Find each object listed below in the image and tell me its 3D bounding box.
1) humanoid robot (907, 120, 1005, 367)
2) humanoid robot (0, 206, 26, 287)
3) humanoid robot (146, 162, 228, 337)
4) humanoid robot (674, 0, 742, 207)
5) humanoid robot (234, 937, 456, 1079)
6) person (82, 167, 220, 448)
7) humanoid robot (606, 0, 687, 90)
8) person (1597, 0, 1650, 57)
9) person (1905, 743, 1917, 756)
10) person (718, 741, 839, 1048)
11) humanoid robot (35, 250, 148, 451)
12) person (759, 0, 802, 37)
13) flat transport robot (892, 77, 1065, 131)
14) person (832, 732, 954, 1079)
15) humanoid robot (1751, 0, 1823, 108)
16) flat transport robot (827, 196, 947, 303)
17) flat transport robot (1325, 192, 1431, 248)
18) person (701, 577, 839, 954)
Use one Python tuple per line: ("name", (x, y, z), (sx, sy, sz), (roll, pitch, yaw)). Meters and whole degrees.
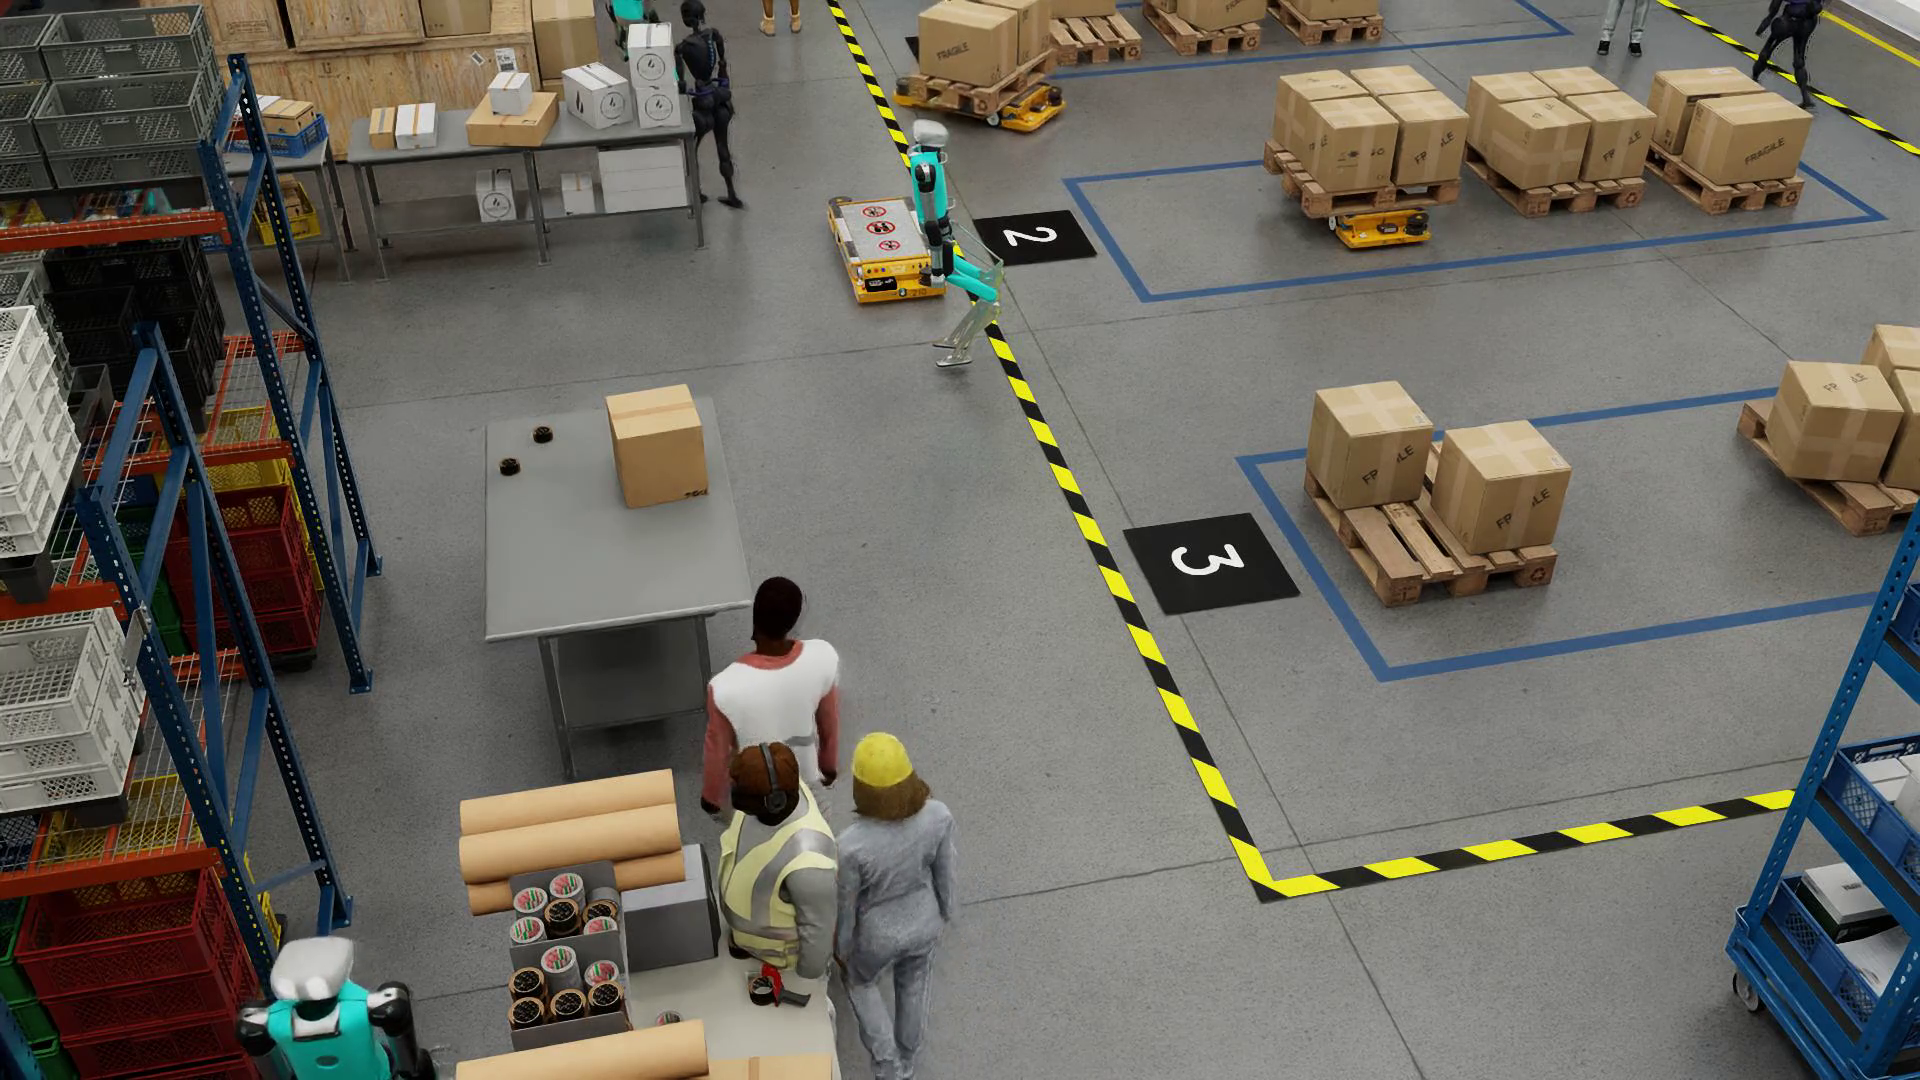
("humanoid robot", (0.034, -1.914, 10.780), (0.735, 1.681, 0.533), (-1, 37, -1))
("humanoid robot", (-5.471, -1.309, 10.140), (0.705, 1.848, 0.555), (-8, 37, -11))
("humanoid robot", (-5.454, -1.914, 10.951), (1.054, 1.782, 0.531), (-11, 38, -14))
("humanoid robot", (-2.007, -3.397, 12.938), (0.449, 1.644, 0.609), (22, 42, 26))
("humanoid robot", (-2.069, 1.860, 5.860), (0.531, 1.804, 0.800), (-7, 37, -9))
("person", (-4.978, -1.384, 10.104), (0.504, 1.835, 0.347), (9, 37, 11))
("humanoid robot", (-2.555, -4.205, 14.048), (0.537, 1.865, 0.797), (23, 42, 28))
("person", (6.398, -5.466, 15.587), (0.589, 1.836, 0.404), (7, 37, 9))
("person", (4.427, 0.748, 7.222), (0.361, 1.852, 0.592), (-6, 37, -8))
("person", (-0.677, 1.462, 6.270), (0.429, 1.843, 0.631), (-16, 40, -21))
("humanoid robot", (-5.146, -1.118, 9.870), (0.590, 1.657, 0.341), (29, 45, 33))
("person", (-1.810, -5.886, 15.979), (0.607, 2.044, 0.392), (-9, 38, -12))
("flat transport robot", (0.163, -3.988, 14.890), (1.431, 0.197, 0.652), (18, 40, 23))
("person", (-0.245, 1.470, 6.362), (0.516, 1.709, 0.499), (-16, 40, -20))
("humanoid robot", (7.378, -4.619, 14.623), (0.589, 1.639, 0.767), (-14, 39, -19))
("flat transport robot", (-0.570, -2.220, 12.538), (0.659, 0.231, 1.431), (-8, 37, -10))
("flat transport robot", (3.134, -2.740, 13.213), (0.652, 0.197, 1.431), (-8, 37, -10))
("person", (-0.776, 0.950, 6.930), (0.607, 1.867, 0.828), (-30, 46, -34))
